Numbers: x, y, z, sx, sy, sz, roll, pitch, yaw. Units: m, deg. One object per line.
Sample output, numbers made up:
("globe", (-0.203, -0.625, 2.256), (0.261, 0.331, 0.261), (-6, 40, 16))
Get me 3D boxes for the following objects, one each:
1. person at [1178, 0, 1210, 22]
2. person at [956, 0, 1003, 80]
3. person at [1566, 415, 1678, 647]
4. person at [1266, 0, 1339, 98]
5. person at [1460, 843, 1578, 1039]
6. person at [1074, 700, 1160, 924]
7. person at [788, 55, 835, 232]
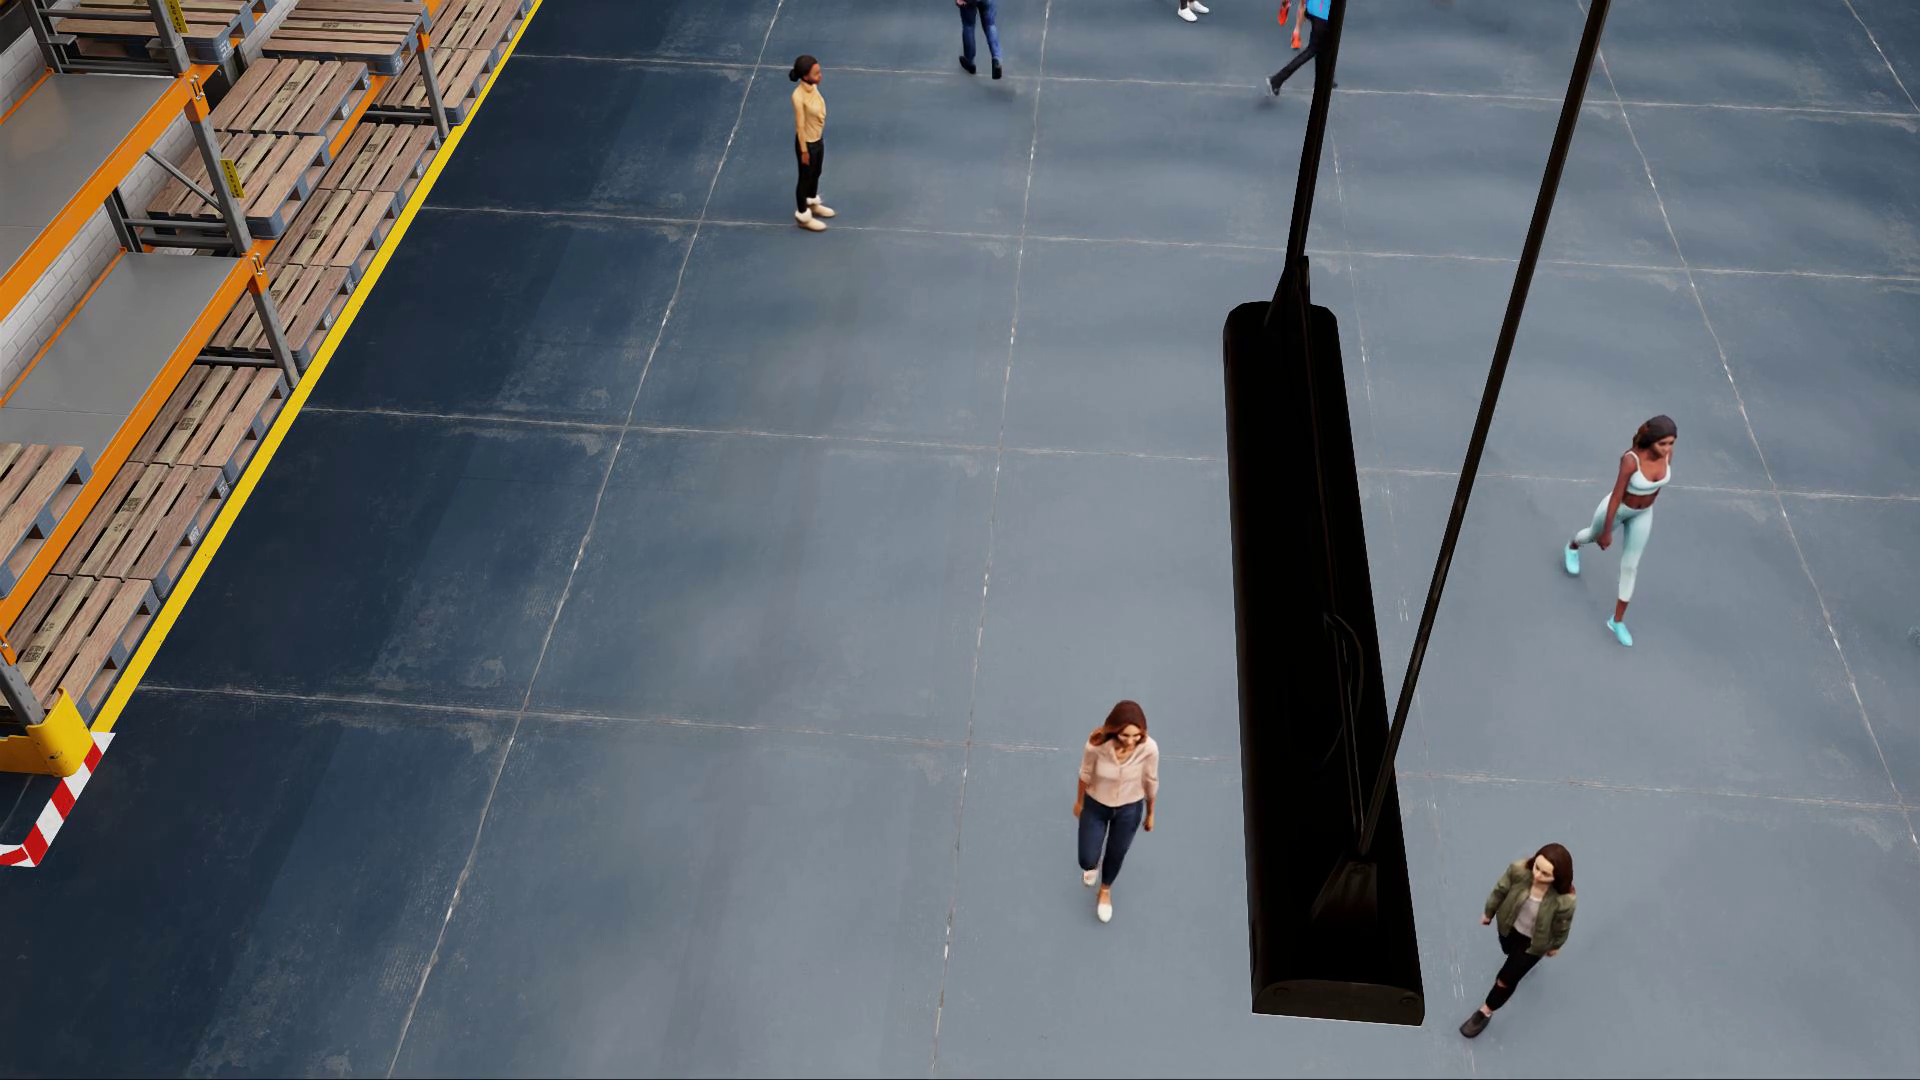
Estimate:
("person", (2.580, -6.466, 17.903), (0.760, 1.685, 0.663), (30, 51, 28))
("person", (0.216, -5.503, 16.755), (0.955, 1.875, 1.126), (-16, 46, -16))
("person", (4.479, -0.207, 11.340), (0.784, 1.676, 1.245), (-7, 44, -7))
("person", (3.492, -5.176, 16.491), (0.988, 1.765, 1.136), (-14, 45, -14))
("person", (3.126, 2.097, 9.088), (1.053, 1.447, 0.988), (-29, 51, -27))
("person", (0.874, 1.462, 9.511), (0.606, 1.782, 0.647), (3, 44, 4))
("person", (-1.357, -3.565, 14.878), (0.701, 1.658, 0.558), (14, 45, 14))
